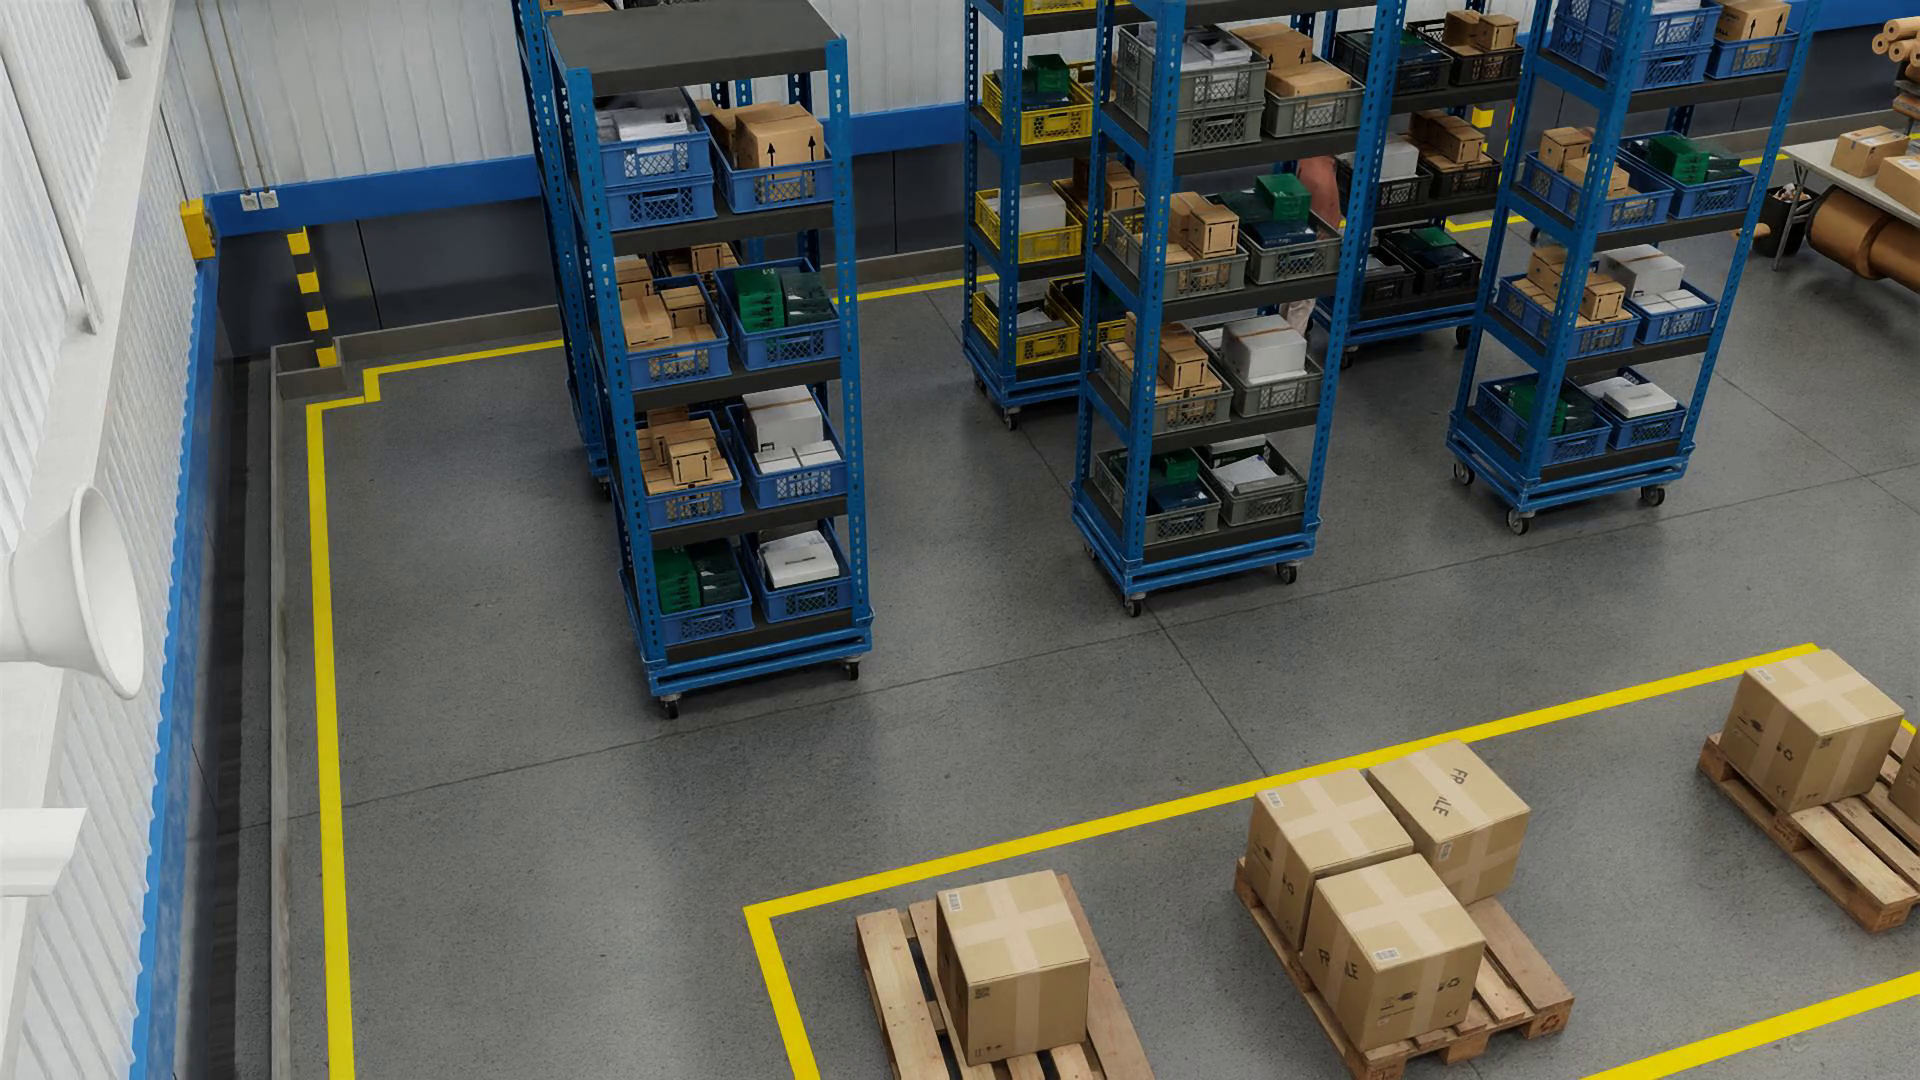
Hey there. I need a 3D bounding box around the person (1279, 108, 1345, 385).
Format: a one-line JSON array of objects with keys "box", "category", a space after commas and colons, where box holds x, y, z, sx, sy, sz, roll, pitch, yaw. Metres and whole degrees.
[{"box": [2.421, -2.008, 11.397, 0.398, 1.989, 0.621, 1, 35, 2], "category": "person"}]

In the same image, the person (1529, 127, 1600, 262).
[{"box": [4.335, -2.181, 11.945, 0.310, 1.636, 0.522, -26, 43, -32], "category": "person"}]
